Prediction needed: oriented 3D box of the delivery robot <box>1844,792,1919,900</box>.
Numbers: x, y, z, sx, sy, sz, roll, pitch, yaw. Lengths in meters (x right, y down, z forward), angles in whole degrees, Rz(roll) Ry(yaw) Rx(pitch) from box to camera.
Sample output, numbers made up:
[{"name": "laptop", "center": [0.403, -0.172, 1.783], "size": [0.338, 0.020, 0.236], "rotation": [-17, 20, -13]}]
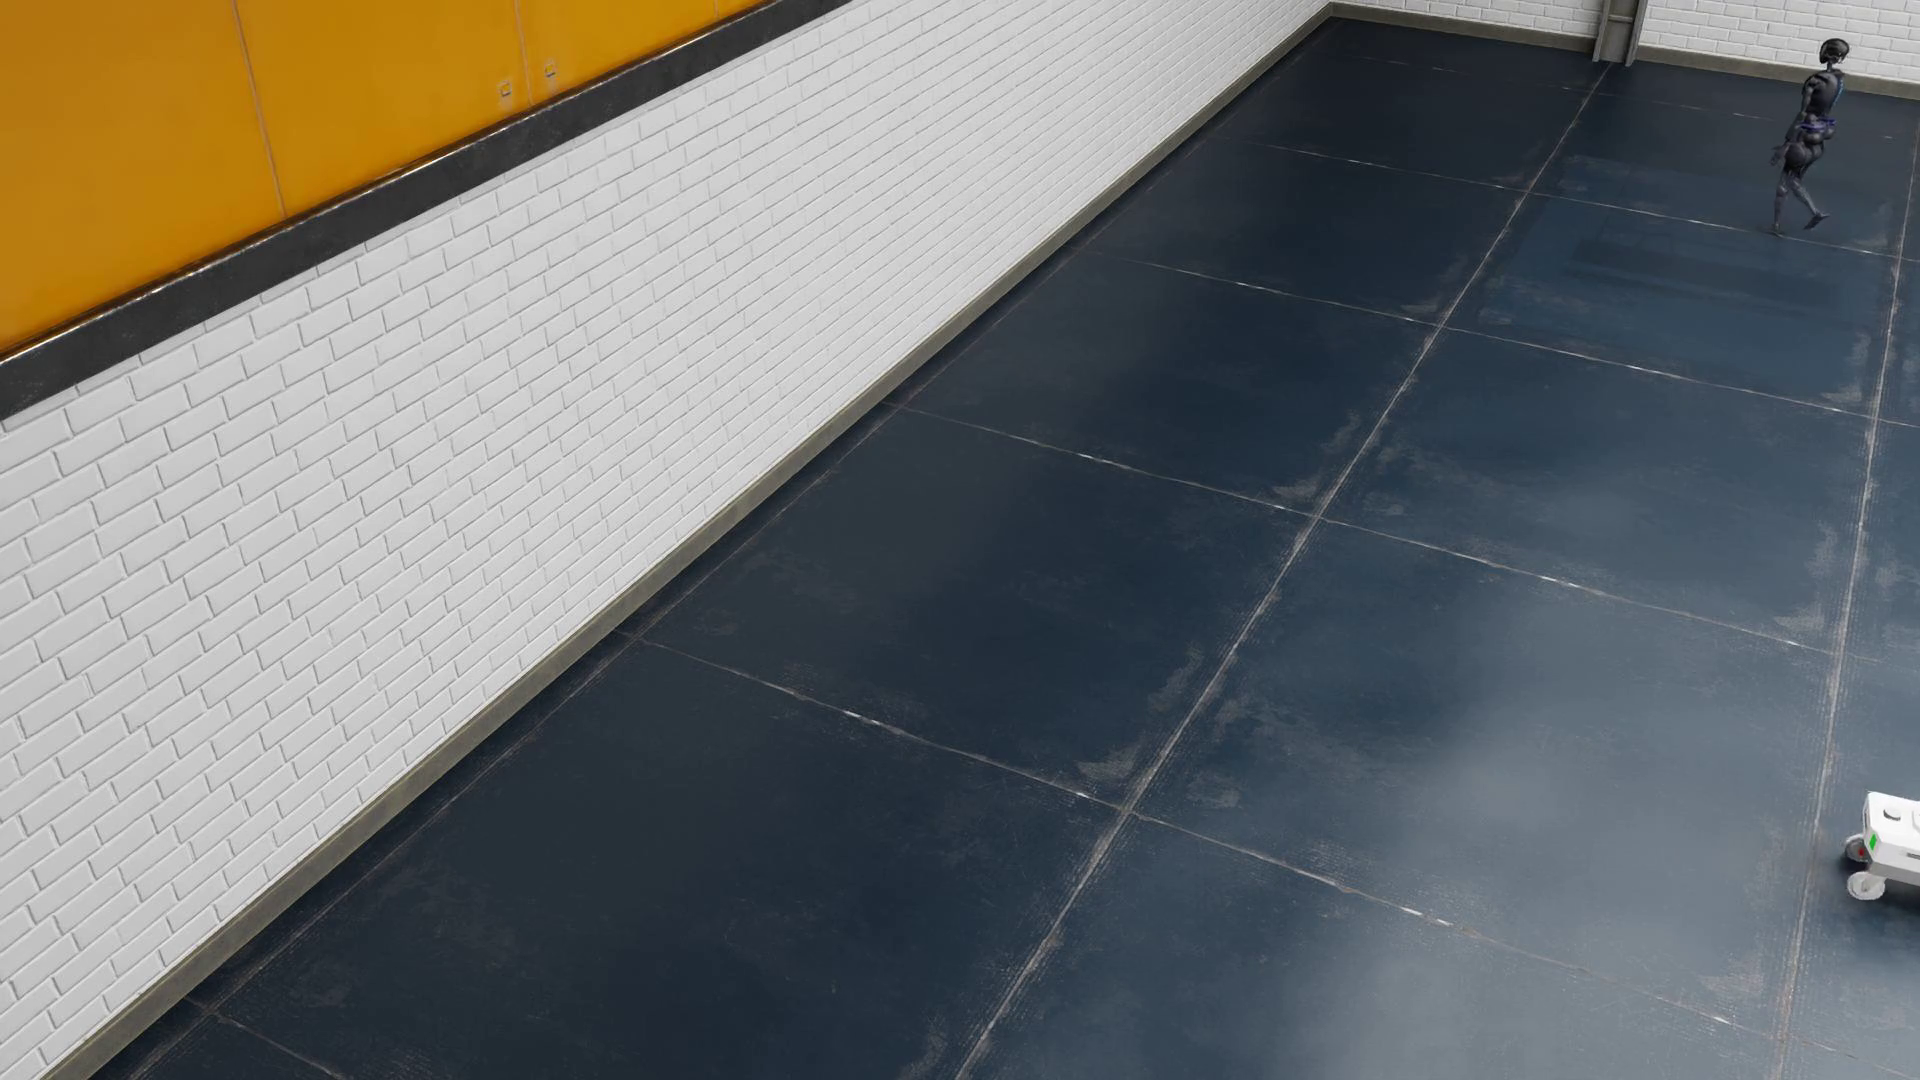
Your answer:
[{"name": "delivery robot", "center": [4.494, 1.430, 7.578], "size": [0.769, 0.577, 0.499], "rotation": [13, 36, 18]}]

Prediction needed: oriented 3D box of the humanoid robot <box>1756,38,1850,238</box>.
[{"name": "humanoid robot", "center": [6.937, -3.237, 13.533], "size": [0.603, 1.649, 0.457], "rotation": [-24, 41, -31]}]
